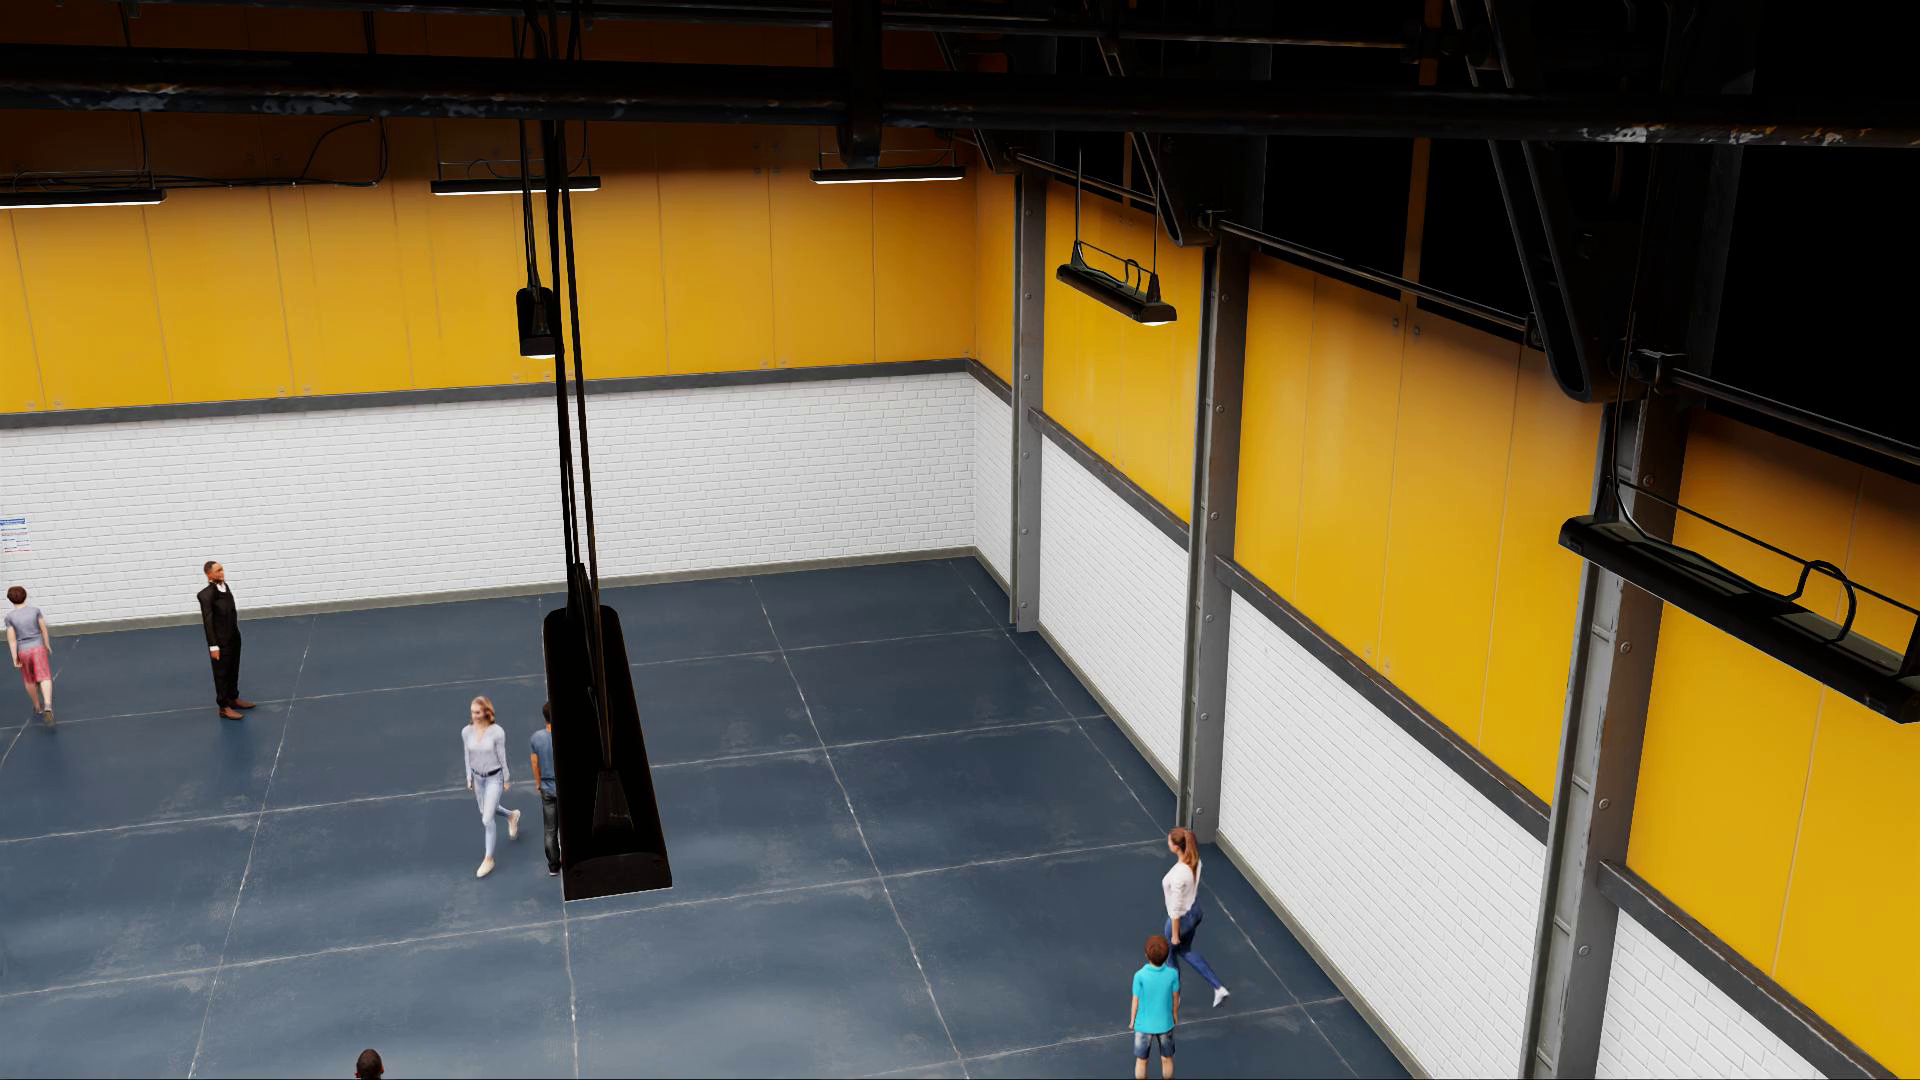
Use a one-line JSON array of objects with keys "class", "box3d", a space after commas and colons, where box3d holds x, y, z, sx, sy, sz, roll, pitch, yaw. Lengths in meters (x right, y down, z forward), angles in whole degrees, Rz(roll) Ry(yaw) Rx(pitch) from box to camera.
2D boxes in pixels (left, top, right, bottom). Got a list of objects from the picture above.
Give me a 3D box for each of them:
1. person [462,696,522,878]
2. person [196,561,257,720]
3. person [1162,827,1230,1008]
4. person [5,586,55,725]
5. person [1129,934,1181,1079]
[{"class": "person", "box3d": [-4.573, 2.330, 16.271, 0.968, 1.770, 1.172, 5, 19, 15]}, {"class": "person", "box3d": [-8.675, 1.152, 19.559, 0.827, 1.904, 0.679, 2, 19, 4]}, {"class": "person", "box3d": [1.928, 3.193, 13.810, 1.036, 1.706, 0.956, 12, 22, 31]}, {"class": "person", "box3d": [-10.814, 1.349, 19.402, 0.783, 1.630, 1.135, -11, 22, -30]}, {"class": "person", "box3d": [1.497, 3.678, 12.769, 0.539, 1.449, 0.497, -3, 19, -8]}]
